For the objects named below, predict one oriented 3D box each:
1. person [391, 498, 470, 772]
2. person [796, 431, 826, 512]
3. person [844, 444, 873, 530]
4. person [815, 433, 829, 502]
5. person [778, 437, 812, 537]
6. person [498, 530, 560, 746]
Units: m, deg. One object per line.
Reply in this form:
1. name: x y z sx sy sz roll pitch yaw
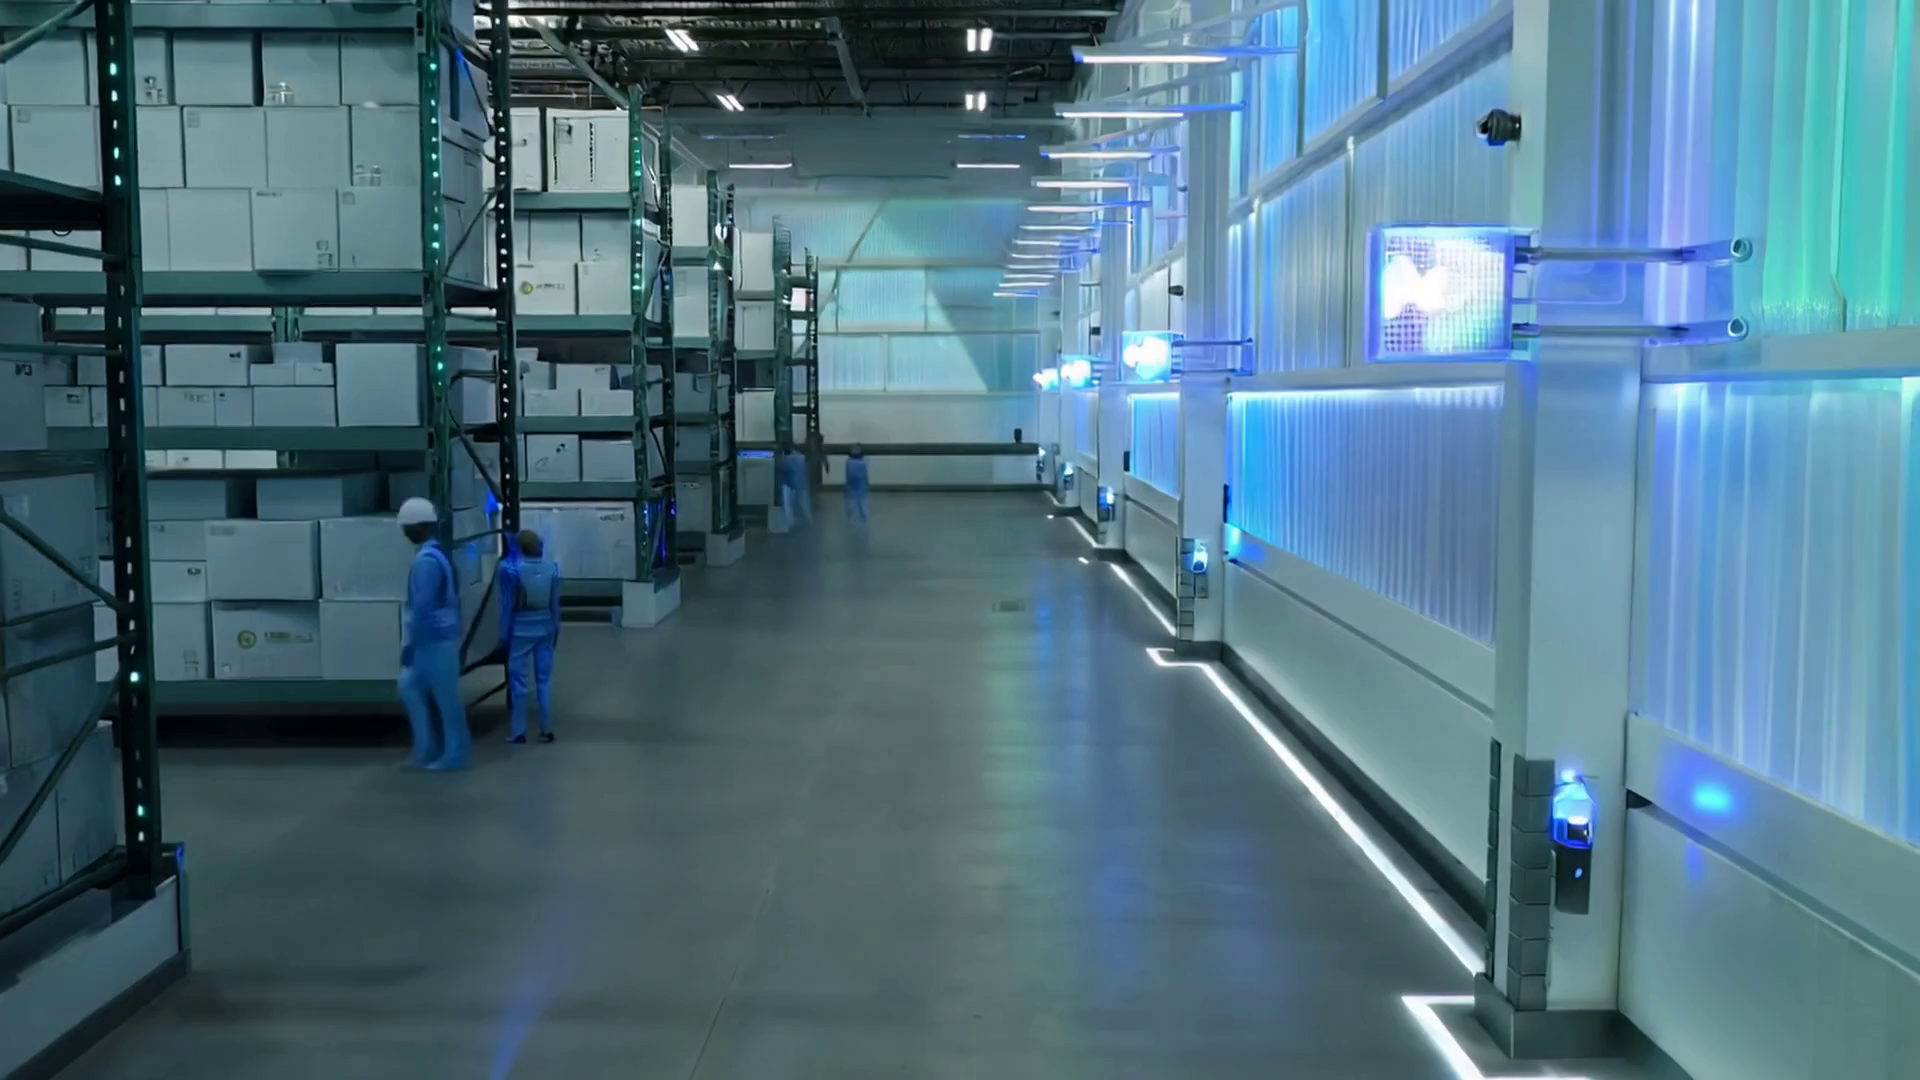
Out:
1. person: -3.734 0.668 11.597 0.620 1.922 0.623 -2 5 -20
2. person: -3.455 -1.544 37.787 0.753 1.867 0.663 -2 5 -19
3. person: -2.000 -1.039 32.774 0.497 1.714 0.661 -3 6 -31
4. person: -3.553 -1.815 41.708 0.727 1.730 0.574 3 6 35
5. person: -3.124 -1.007 31.361 0.662 1.887 0.886 3 6 33
6. person: -3.242 0.734 12.553 0.320 1.630 0.521 4 7 42
